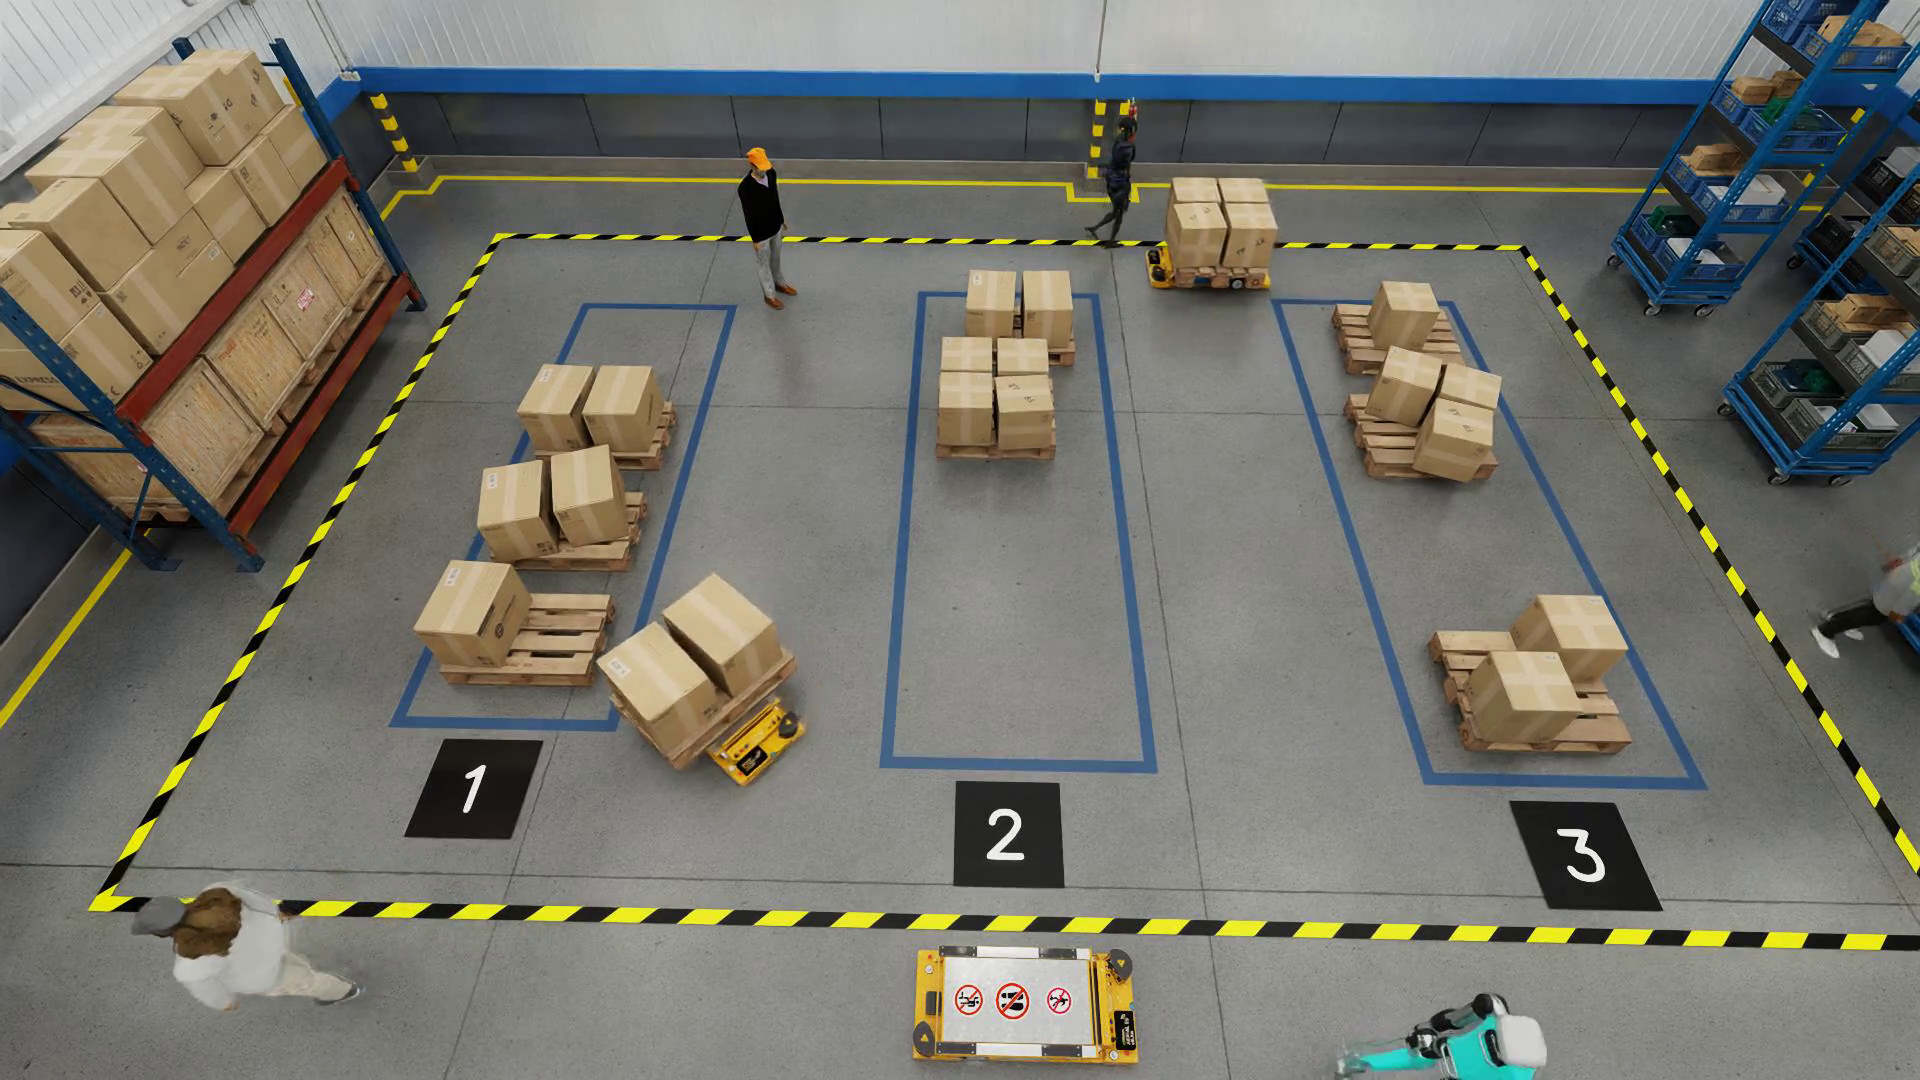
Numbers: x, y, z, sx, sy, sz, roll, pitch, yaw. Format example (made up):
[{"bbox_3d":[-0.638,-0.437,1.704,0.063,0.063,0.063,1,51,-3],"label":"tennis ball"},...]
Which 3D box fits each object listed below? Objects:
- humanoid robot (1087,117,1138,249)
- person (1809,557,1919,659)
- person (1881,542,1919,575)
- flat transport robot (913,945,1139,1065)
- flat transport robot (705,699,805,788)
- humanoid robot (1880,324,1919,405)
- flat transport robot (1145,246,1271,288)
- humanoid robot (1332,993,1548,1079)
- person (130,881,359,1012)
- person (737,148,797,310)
[{"bbox_3d":[1.875,-4.283,11.068,0.401,1.640,0.609,-7,51,-6],"label":"humanoid robot"},{"bbox_3d":[7.492,0.396,7.166,0.615,1.812,0.502,-22,54,-17],"label":"person"},{"bbox_3d":[8.694,-0.238,7.603,0.351,1.937,0.634,-23,54,-18],"label":"person"},{"bbox_3d":[0.422,3.041,6.007,1.431,0.231,0.659,1,51,1],"label":"flat transport robot"},{"bbox_3d":[-1.984,1.293,7.414,1.431,0.197,0.652,35,59,25],"label":"flat transport robot"},{"bbox_3d":[10.136,-2.159,9.377,0.587,1.653,0.760,28,56,21],"label":"humanoid robot"},{"bbox_3d":[3.031,-3.361,11.207,1.431,0.197,0.652,1,51,1],"label":"flat transport robot"},{"bbox_3d":[2.472,2.985,5.123,0.816,1.793,0.535,0,51,0],"label":"humanoid robot"},{"bbox_3d":[-4.326,2.509,5.477,0.652,1.744,0.589,-9,51,-7],"label":"person"},{"bbox_3d":[-2.159,-3.503,10.304,0.383,1.878,0.585,23,54,18],"label":"person"}]
